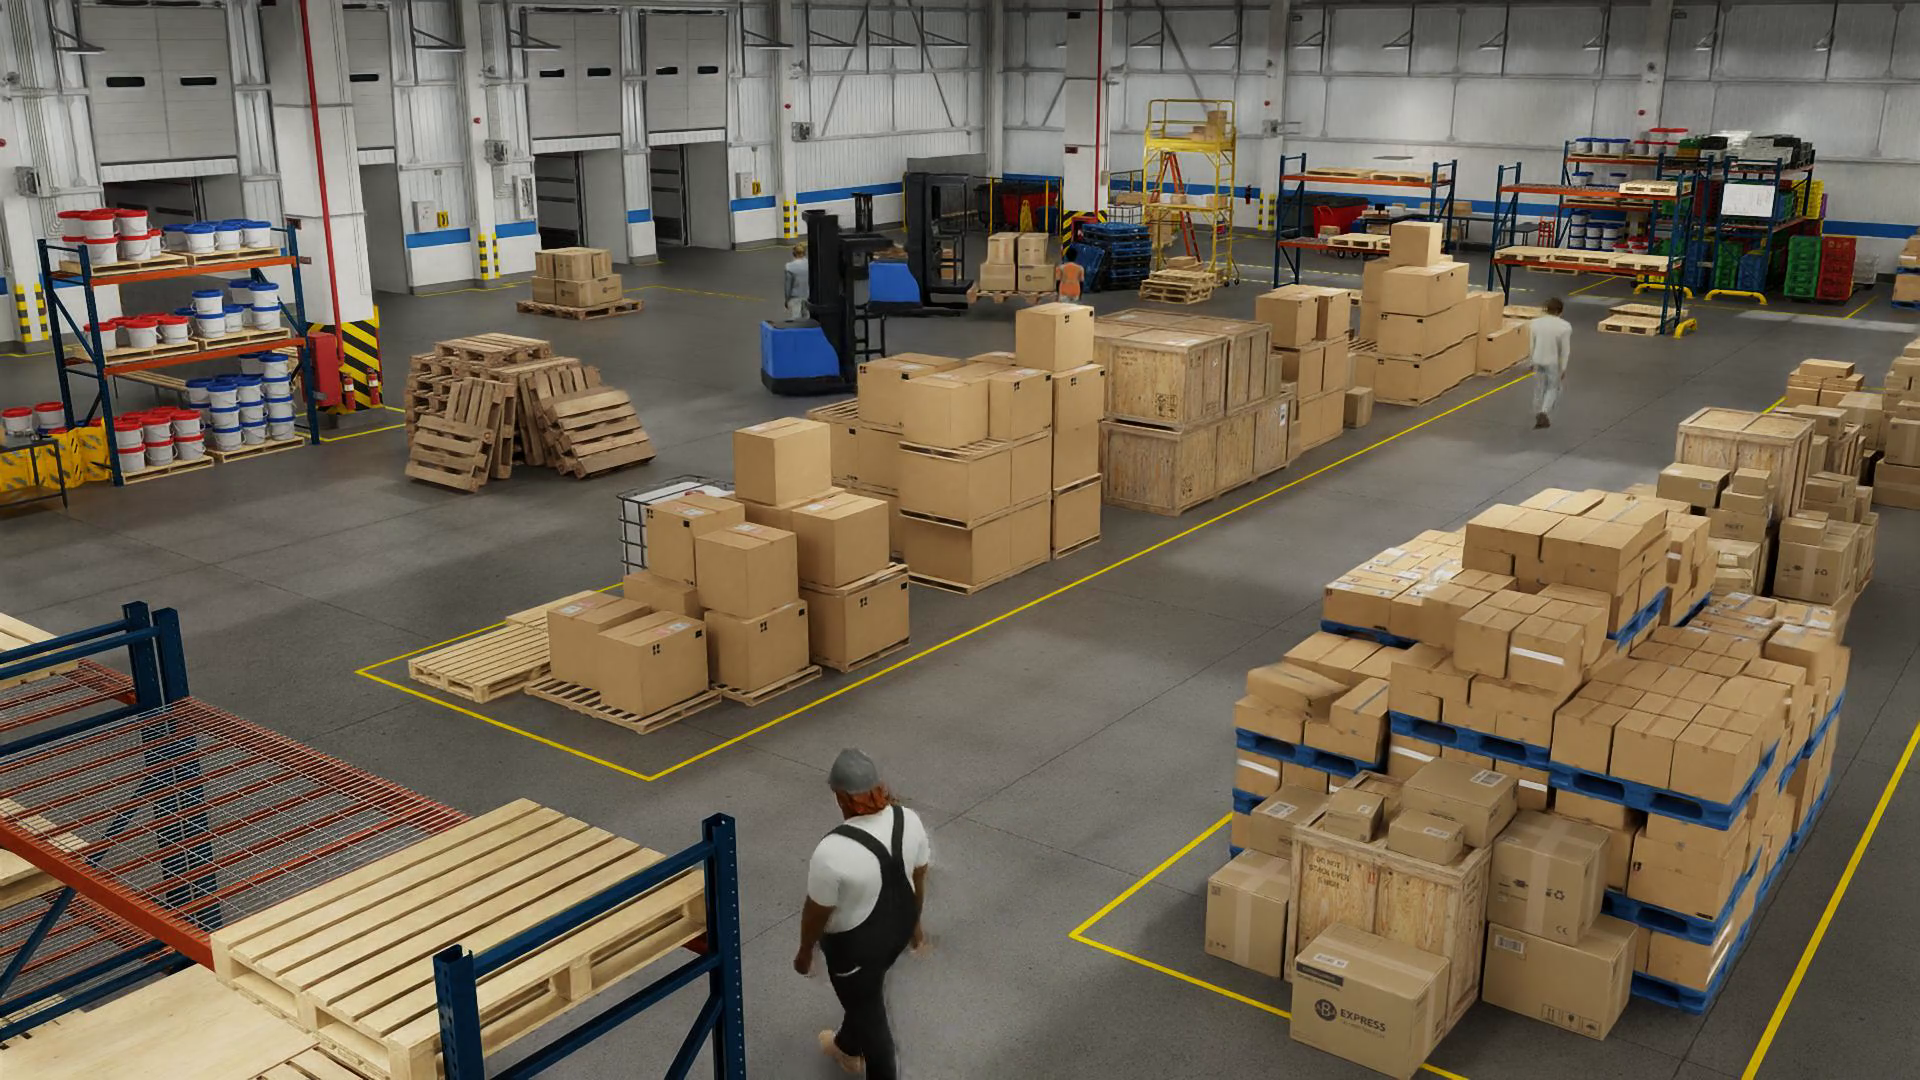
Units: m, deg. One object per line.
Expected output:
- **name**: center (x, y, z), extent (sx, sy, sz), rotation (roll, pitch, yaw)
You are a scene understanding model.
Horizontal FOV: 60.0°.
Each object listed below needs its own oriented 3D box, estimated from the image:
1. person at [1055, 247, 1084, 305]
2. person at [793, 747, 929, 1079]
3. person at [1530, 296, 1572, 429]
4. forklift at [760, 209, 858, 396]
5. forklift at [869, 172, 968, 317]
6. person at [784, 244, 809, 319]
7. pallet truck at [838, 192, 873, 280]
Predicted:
- **person**: center (2.065, -4.645, 31.177), extent (0.551, 1.684, 0.472), rotation (-3, 17, -9)
- **person**: center (-0.590, 1.985, 8.632), extent (0.909, 2.000, 0.700), rotation (15, 22, 40)
- **person**: center (8.390, -2.515, 23.728), extent (0.455, 1.924, 0.640), rotation (-15, 22, -40)
- **forklift**: center (-2.177, -3.783, 26.301), extent (1.873, 2.768, 1.129), rotation (-5, 18, -17)
- **forklift**: center (-0.852, -5.990, 33.610), extent (1.873, 2.768, 1.129), rotation (3, 17, 9)
- **person**: center (-2.841, -4.310, 29.676), extent (0.632, 1.930, 0.387), rotation (-9, 19, -27)
- **pallet truck**: center (-1.936, -7.159, 38.982), extent (1.885, 1.965, 0.823), rotation (-12, 21, -34)
